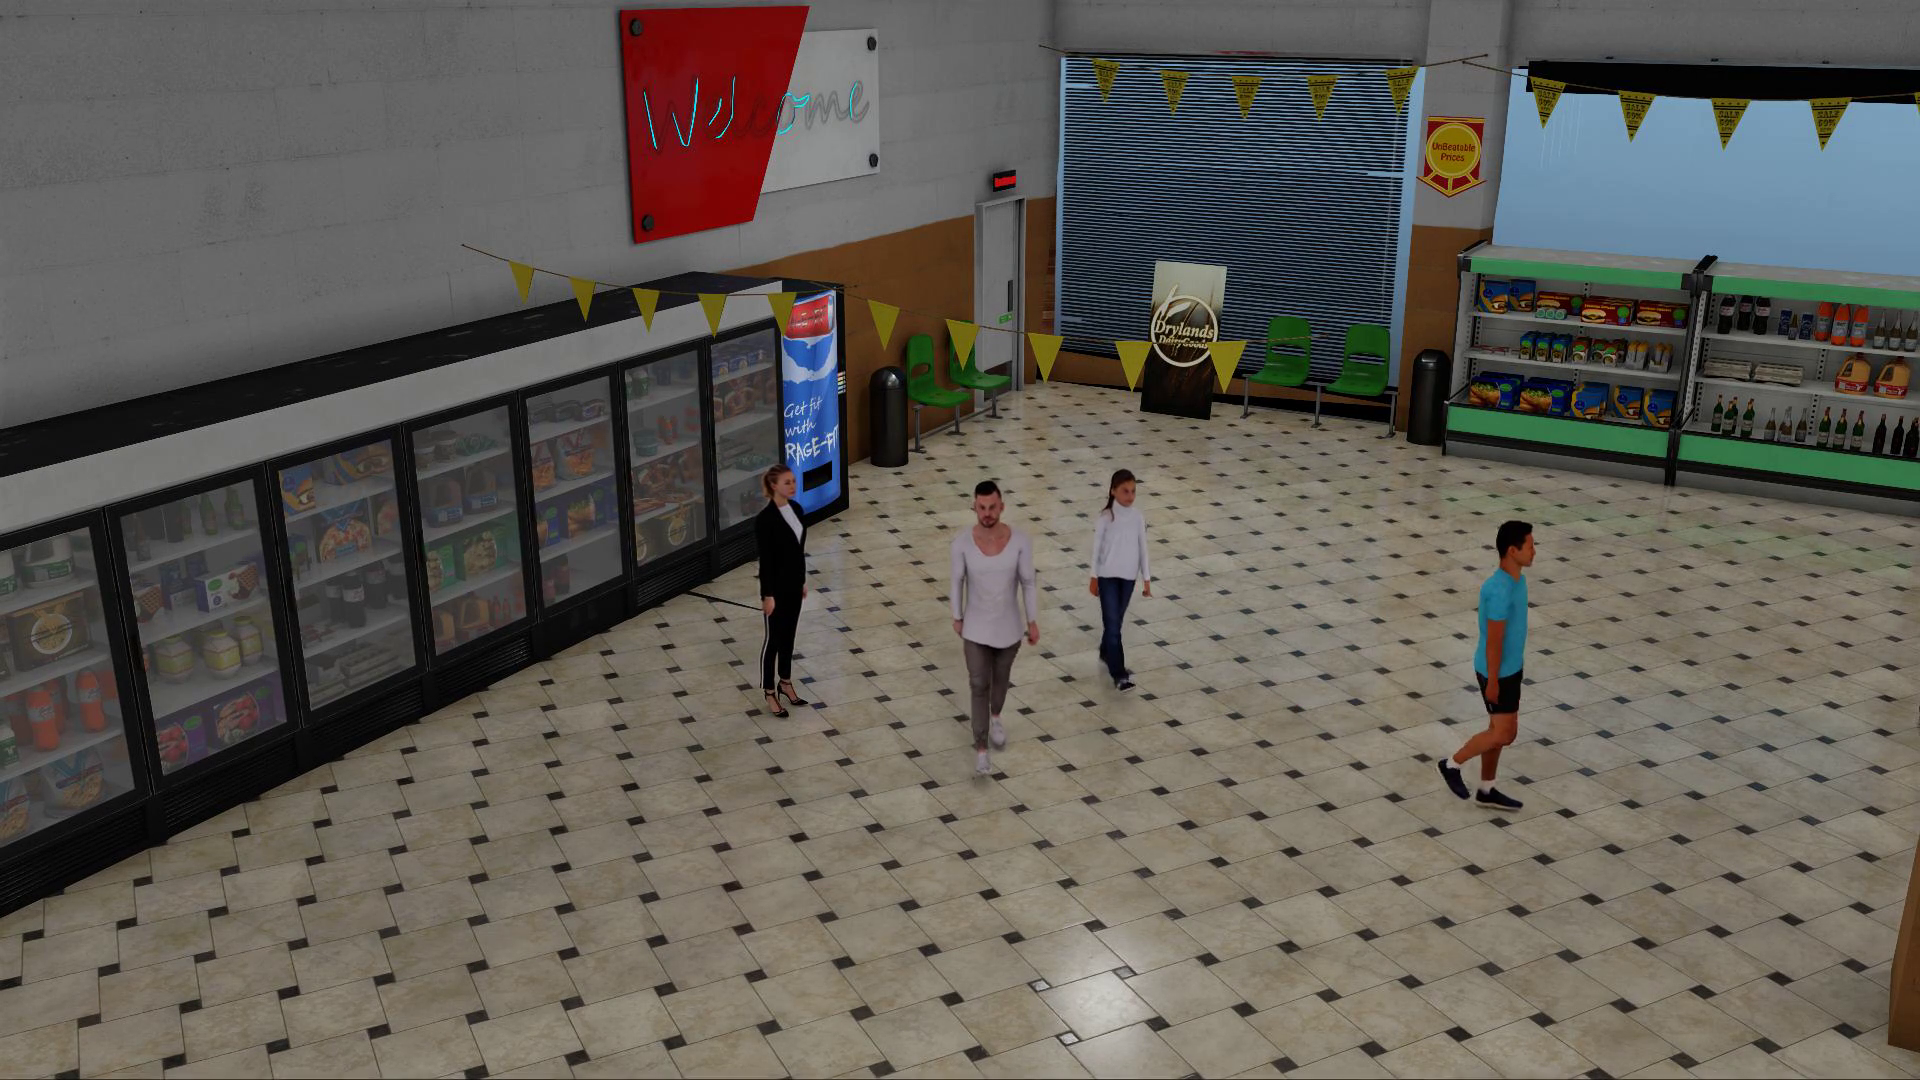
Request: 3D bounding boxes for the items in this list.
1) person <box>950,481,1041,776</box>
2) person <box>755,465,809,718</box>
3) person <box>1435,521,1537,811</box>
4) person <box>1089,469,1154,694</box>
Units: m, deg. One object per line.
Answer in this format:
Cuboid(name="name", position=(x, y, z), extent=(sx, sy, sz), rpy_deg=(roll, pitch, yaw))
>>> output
Cuboid(name="person", position=(0.203, 0.496, 10.299), extent=(1.172, 1.793, 1.140), rpy_deg=(-1, 19, -4))
Cuboid(name="person", position=(-1.173, 0.321, 10.953), extent=(0.518, 1.706, 0.598), rpy_deg=(11, 22, 30))
Cuboid(name="person", position=(3.039, 0.736, 9.625), extent=(0.711, 1.769, 0.622), rpy_deg=(11, 21, 29))
Cuboid(name="person", position=(1.055, 0.247, 11.476), extent=(0.951, 1.514, 1.056), rpy_deg=(-6, 20, -18))
